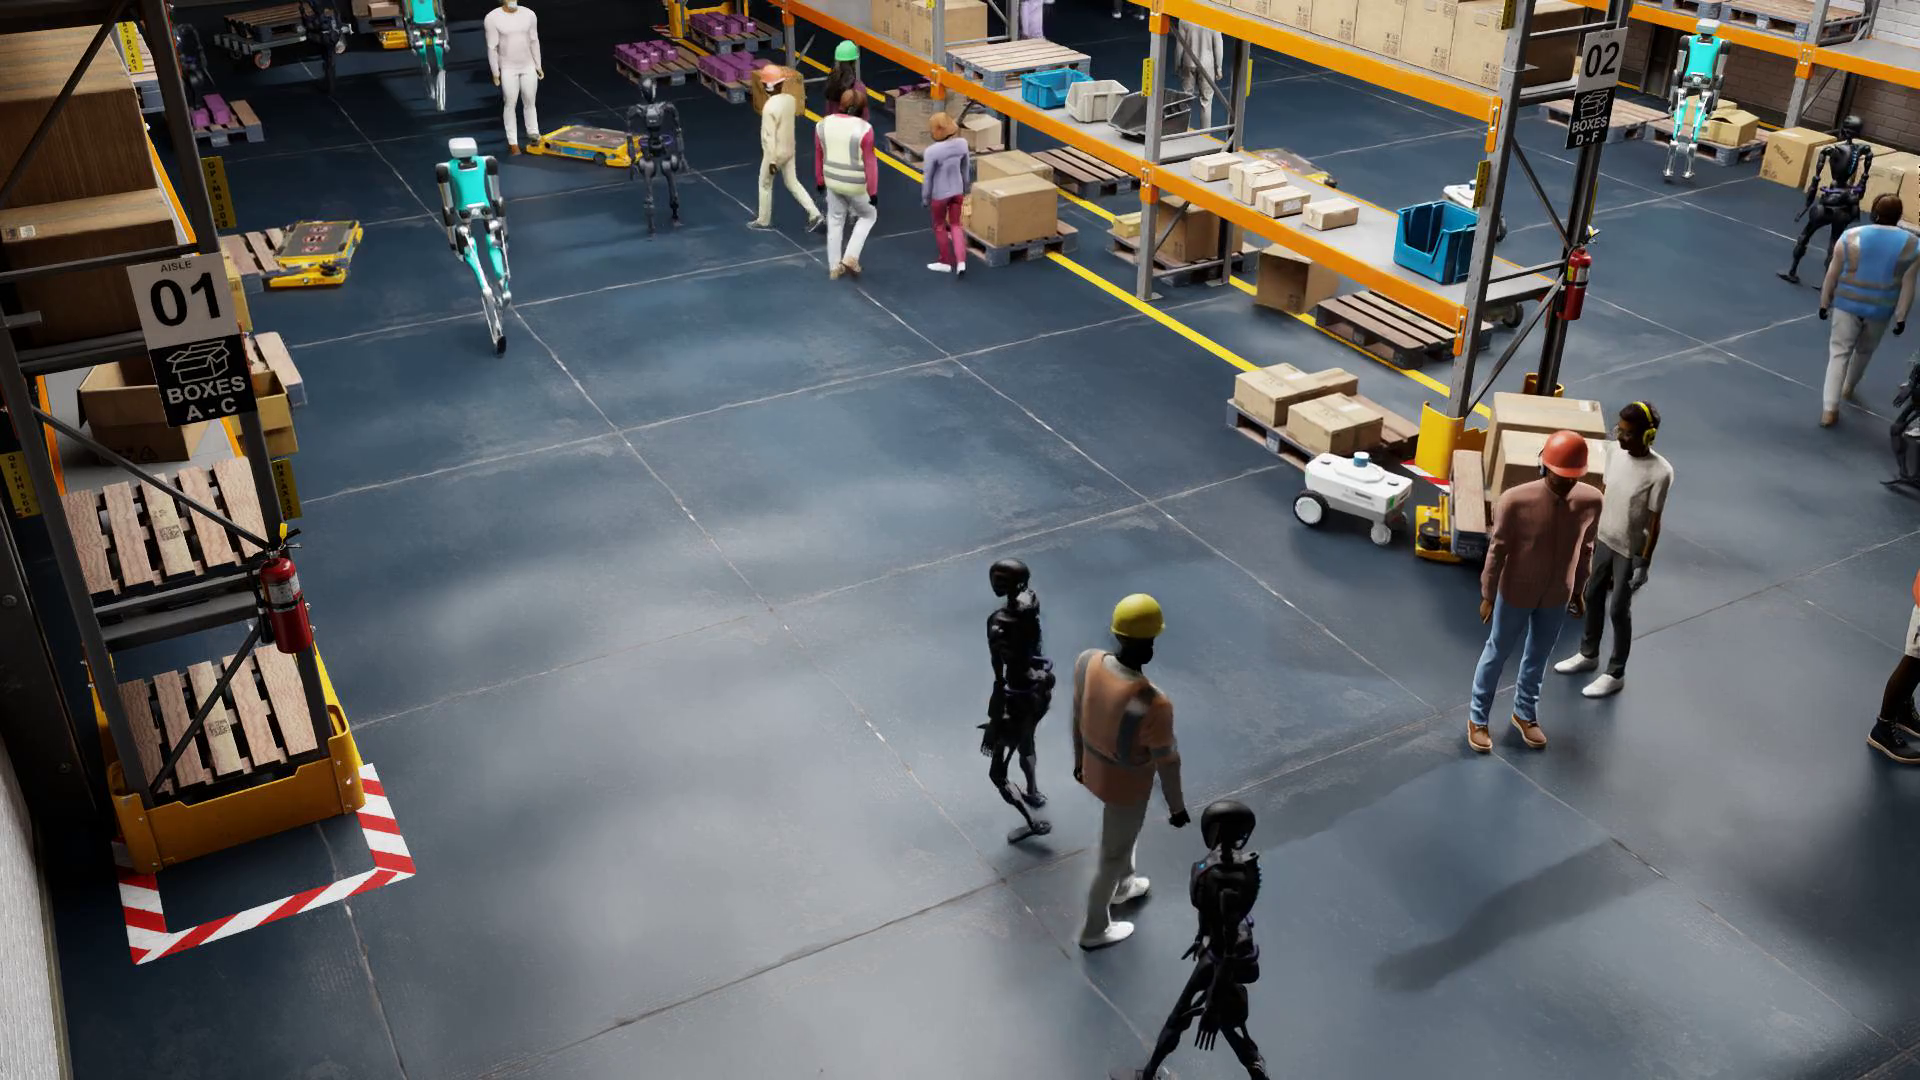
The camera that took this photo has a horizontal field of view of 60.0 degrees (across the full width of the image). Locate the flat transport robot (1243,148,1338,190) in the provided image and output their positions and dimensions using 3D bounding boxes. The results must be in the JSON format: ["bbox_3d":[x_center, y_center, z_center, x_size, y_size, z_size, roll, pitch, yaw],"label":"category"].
[{"bbox_3d":[3.585,-4.063,18.483,0.659,0.231,1.431,-9,31,-16],"label":"flat transport robot"}]

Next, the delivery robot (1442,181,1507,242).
[{"bbox_3d":[5.210,-3.367,16.977,0.499,0.587,0.766,-6,30,-10],"label":"delivery robot"}]

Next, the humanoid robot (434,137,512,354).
[{"bbox_3d":[-4.061,-2.488,14.288,0.542,1.785,0.915,-15,33,-24],"label":"humanoid robot"}]

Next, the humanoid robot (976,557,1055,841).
[{"bbox_3d":[0.321,0.818,8.579,0.380,1.636,0.609,13,32,21],"label":"humanoid robot"}]

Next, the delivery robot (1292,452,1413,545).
[{"bbox_3d":[2.771,-0.336,11.719,0.796,0.606,0.499,22,36,33],"label":"delivery robot"}]

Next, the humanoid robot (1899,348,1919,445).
[{"bbox_3d":[7.452,-1.514,12.517,0.686,1.741,0.530,-5,30,-9],"label":"humanoid robot"}]

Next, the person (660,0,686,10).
[{"bbox_3d":[-4.550,-9.184,25.906,0.574,1.749,0.334,-9,31,-15],"label":"person"}]

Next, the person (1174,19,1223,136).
[{"bbox_3d":[2.787,-5.552,19.455,0.566,1.886,0.372,8,31,13],"label":"person"}]

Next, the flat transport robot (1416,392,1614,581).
[{"bbox_3d":[3.883,-0.025,11.454,1.431,0.231,0.659,7,31,12],"label":"flat transport robot"}]

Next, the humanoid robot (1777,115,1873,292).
[{"bbox_3d":[8.110,-3.148,15.487,0.609,1.638,0.584,-4,30,-7],"label":"humanoid robot"}]

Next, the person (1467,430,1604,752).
[{"bbox_3d":[3.178,0.290,9.174,0.622,1.991,0.394,-3,30,-6],"label":"person"}]

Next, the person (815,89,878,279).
[{"bbox_3d":[-1.054,-3.342,15.680,0.701,1.811,0.470,14,33,23],"label":"person"}]

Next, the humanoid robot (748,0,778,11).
[{"bbox_3d":[-3.011,-8.927,25.450,0.990,1.727,0.547,-3,30,-6],"label":"humanoid robot"}]

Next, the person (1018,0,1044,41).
[{"bbox_3d":[0.754,-6.596,21.282,0.961,1.863,0.673,15,33,25],"label":"person"}]

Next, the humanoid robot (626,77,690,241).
[{"bbox_3d":[-3.054,-3.878,16.808,0.614,1.648,0.592,-4,30,-6],"label":"humanoid robot"}]

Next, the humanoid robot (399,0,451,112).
[{"bbox_3d":[-6.722,-6.334,21.017,0.548,1.825,0.880,-9,31,-15],"label":"humanoid robot"}]

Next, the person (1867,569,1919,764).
[{"bbox_3d":[5.460,0.314,9.162,0.611,1.961,0.365,-26,39,-37],"label":"person"}]

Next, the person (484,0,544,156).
[{"bbox_3d":[-5.116,-5.437,19.201,0.634,1.936,0.353,-19,35,-30],"label":"person"}]

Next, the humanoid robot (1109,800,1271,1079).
[{"bbox_3d":[1.063,1.784,6.946,0.810,1.624,0.603,1,30,1],"label":"humanoid robot"}]

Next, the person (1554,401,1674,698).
[{"bbox_3d":[3.850,0.047,9.740,0.338,1.855,0.524,-11,32,-19],"label":"person"}]

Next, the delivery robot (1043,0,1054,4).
[{"bbox_3d":[1.116,-8.806,26.441,0.767,0.583,0.499,-8,31,-14],"label":"delivery robot"}]

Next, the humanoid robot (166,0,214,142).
[{"bbox_3d":[-9.126,-5.487,19.546,0.598,1.638,0.451,-16,33,-25],"label":"humanoid robot"}]

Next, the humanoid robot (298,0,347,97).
[{"bbox_3d":[-8.219,-6.596,21.481,0.593,1.643,0.523,7,31,12],"label":"humanoid robot"}]

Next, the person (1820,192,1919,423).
[{"bbox_3d":[7.119,-1.846,13.114,0.639,1.787,0.953,13,32,21],"label":"person"}]

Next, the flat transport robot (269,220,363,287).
[{"bbox_3d":[-6.313,-2.828,16.332,0.659,0.231,1.431,-5,30,-8],"label":"flat transport robot"}]

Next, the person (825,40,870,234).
[{"bbox_3d":[-1.142,-4.058,16.815,0.503,1.929,0.775,18,35,29],"label":"person"}]

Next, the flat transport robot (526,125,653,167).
[{"bbox_3d":[-4.289,-4.609,19.432,1.431,0.231,0.659,13,32,22],"label":"flat transport robot"}]

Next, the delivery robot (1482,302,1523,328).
[{"bbox_3d":[4.674,-2.224,14.986,0.499,0.585,0.765,-10,31,-17],"label":"delivery robot"}]

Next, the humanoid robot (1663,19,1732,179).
[{"bbox_3d":[7.942,-4.745,18.061,0.533,1.677,0.735,14,33,23],"label":"humanoid robot"}]

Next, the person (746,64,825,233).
[{"bbox_3d":[-1.793,-3.940,16.812,0.830,1.718,0.572,13,32,22],"label":"person"}]

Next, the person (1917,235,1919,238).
[{"bbox_3d":[9.784,-3.701,16.362,0.610,1.754,0.419,-3,30,-6],"label":"person"}]

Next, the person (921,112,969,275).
[{"bbox_3d":[-0.121,-3.267,15.744,0.546,1.608,0.496,-18,34,-28],"label":"person"}]

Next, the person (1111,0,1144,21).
[{"bbox_3d":[2.555,-8.817,25.198,0.559,1.822,0.453,-7,31,-12],"label":"person"}]

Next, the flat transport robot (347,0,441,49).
[{"bbox_3d":[-8.236,-7.477,24.425,0.659,0.231,1.431,-12,32,-21],"label":"flat transport robot"}]

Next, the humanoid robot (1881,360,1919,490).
[{"bbox_3d":[7.063,-1.144,11.993,0.583,1.641,0.323,-12,32,-20],"label":"humanoid robot"}]

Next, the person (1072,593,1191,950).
[{"bbox_3d":[0.834,1.096,7.864,0.707,1.897,0.613,-17,34,-27],"label":"person"}]
